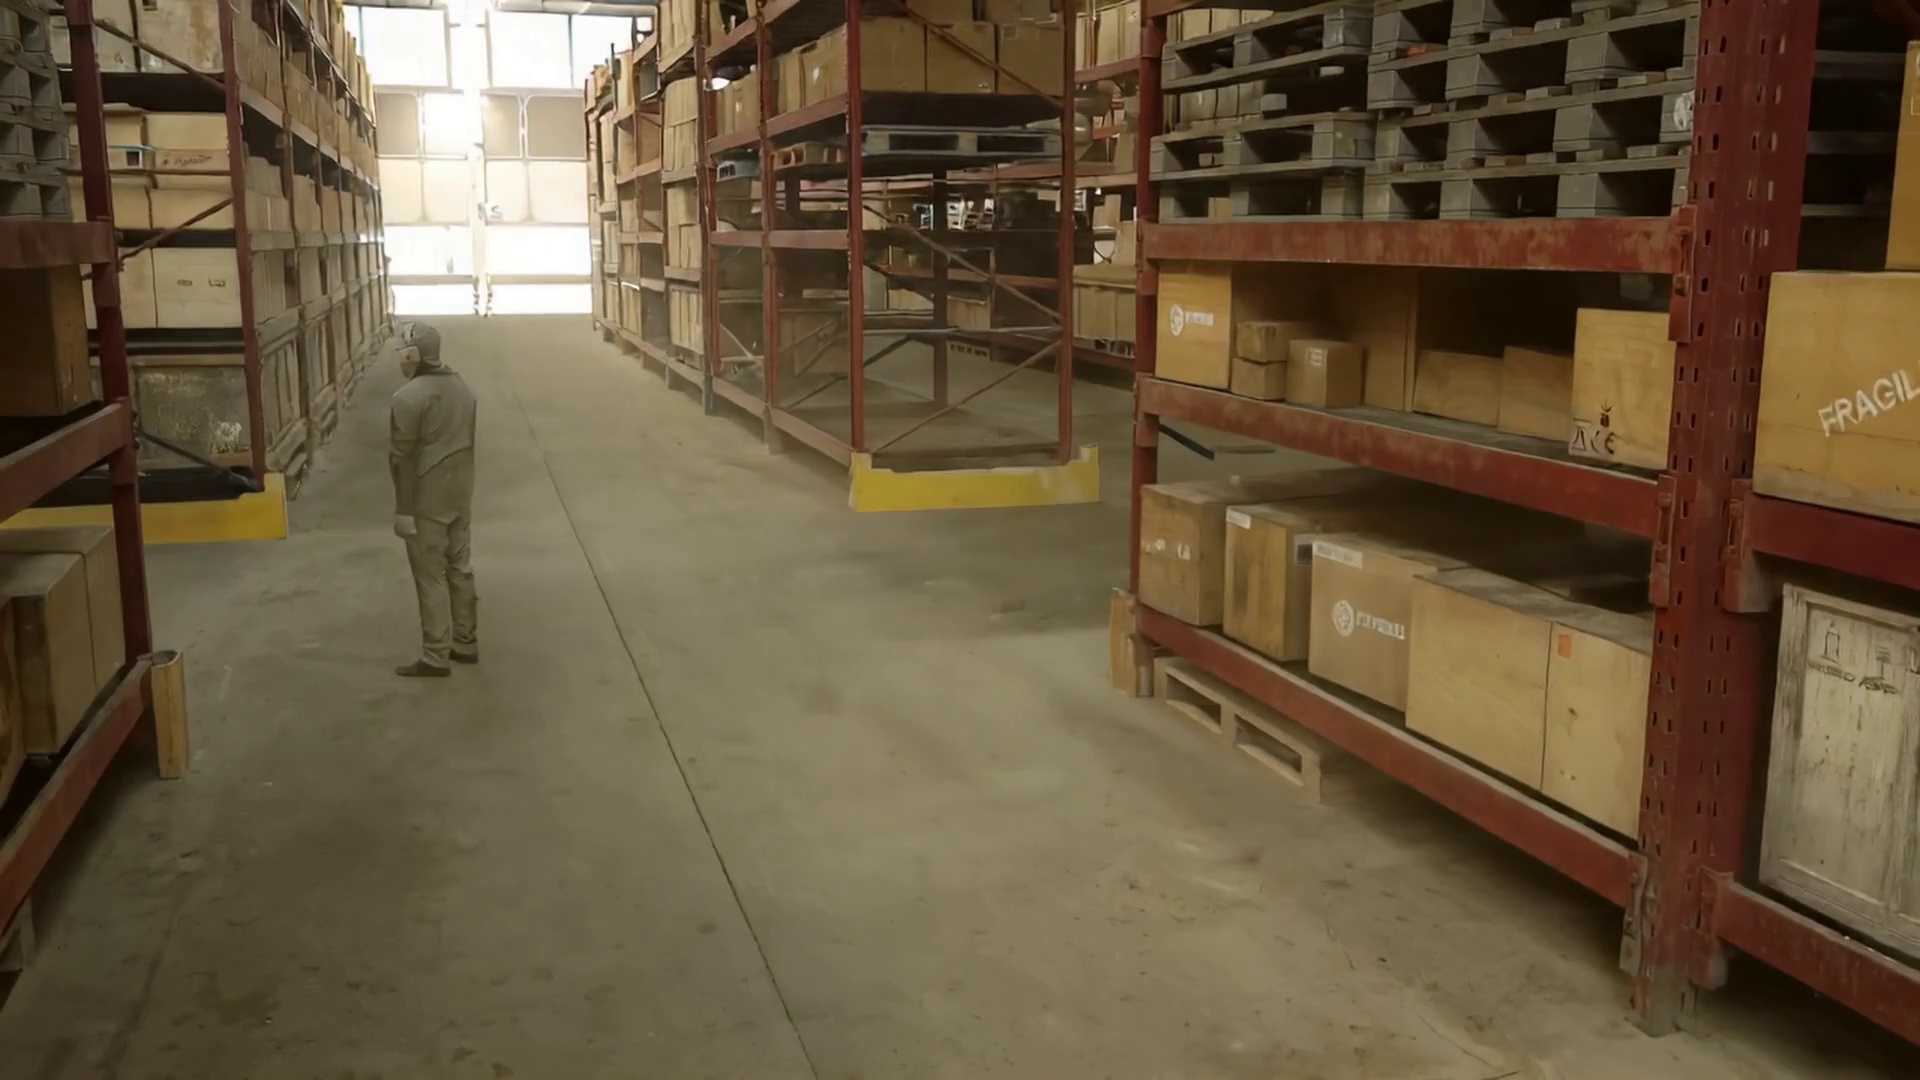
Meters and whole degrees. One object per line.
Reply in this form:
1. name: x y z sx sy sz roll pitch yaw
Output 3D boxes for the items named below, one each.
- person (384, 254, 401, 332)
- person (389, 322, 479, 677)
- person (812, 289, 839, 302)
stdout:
1. person: -14.010 -6.051 40.915 0.810 1.913 0.634 -2 10 -9
2. person: -2.851 -0.217 8.965 0.399 1.899 0.646 2 11 13
3. person: -3.185 -5.761 39.325 0.605 1.910 0.870 -2 10 -9
